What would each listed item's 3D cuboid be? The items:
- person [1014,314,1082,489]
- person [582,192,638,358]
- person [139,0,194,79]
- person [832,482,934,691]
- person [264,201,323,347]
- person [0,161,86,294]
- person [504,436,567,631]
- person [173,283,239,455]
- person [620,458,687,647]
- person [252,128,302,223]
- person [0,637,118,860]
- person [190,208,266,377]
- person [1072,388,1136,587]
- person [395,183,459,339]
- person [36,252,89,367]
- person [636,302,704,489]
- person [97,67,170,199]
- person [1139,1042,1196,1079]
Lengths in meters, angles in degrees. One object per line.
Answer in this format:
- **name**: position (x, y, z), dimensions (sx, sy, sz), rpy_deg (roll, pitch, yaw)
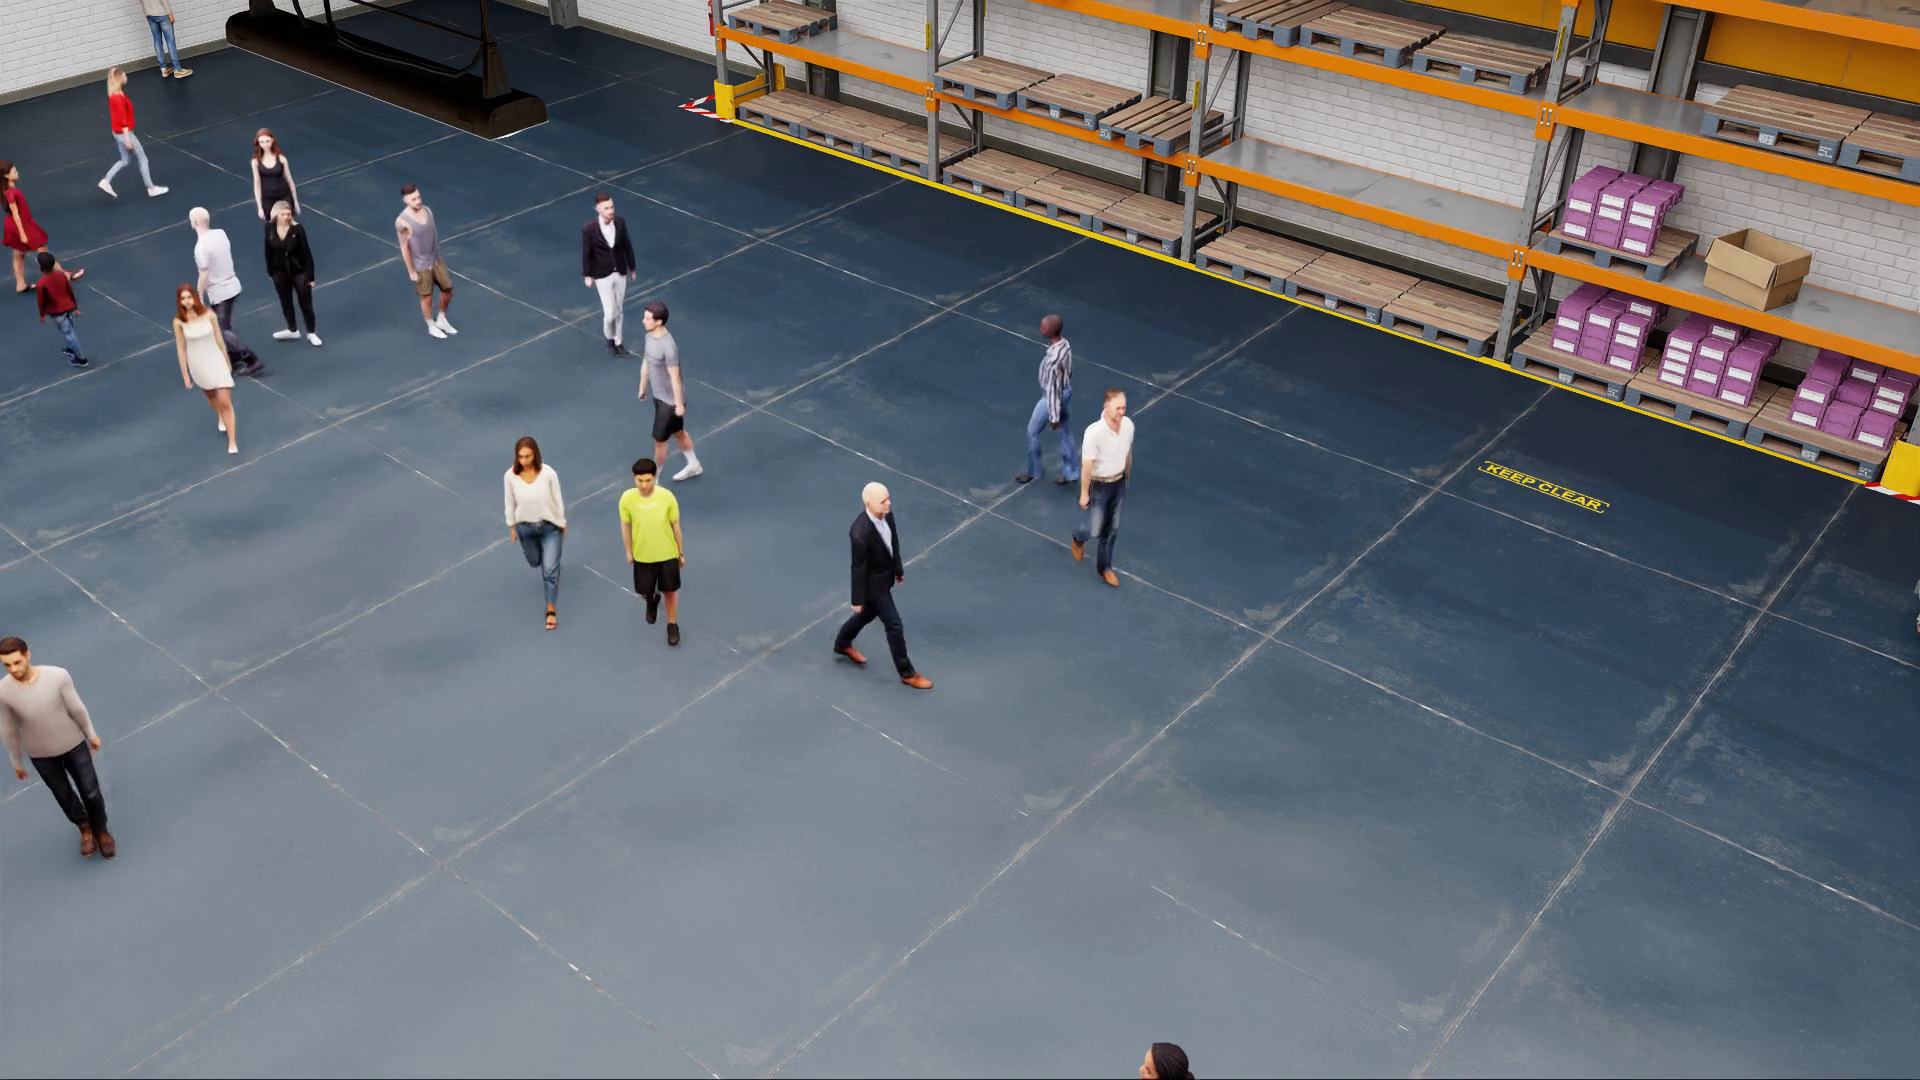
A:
- **person**: position (0.957, -1.214, 15.114), dimensions (0.972, 1.768, 0.866), rpy_deg (10, 35, 15)
- **person**: position (-3.711, -2.806, 17.452), dimensions (0.760, 1.831, 0.707), rpy_deg (-21, 39, -28)
- **person**: position (-12.135, -7.965, 25.148), dimensions (0.650, 1.904, 0.806), rpy_deg (10, 35, 15)
- **person**: position (-0.707, 0.312, 12.822), dimensions (1.236, 1.764, 0.918), rpy_deg (14, 36, 20)
- **person**: position (-7.095, -2.813, 17.626), dimensions (0.871, 1.650, 0.954), rpy_deg (4, 34, 6)
- **person**: position (-10.692, -3.509, 18.788), dimensions (0.779, 1.522, 0.957), rpy_deg (-22, 39, -29)
- **person**: position (-3.427, -0.137, 13.595), dimensions (1.031, 1.656, 1.070), rpy_deg (-1, 34, -2)
- **person**: position (-7.216, -1.695, 15.937), dimensions (0.965, 1.657, 1.228), rpy_deg (-12, 35, -17)
- **person**: position (-2.435, 0.039, 13.294), dimensions (0.841, 1.696, 0.903), rpy_deg (-4, 34, -7)
- **person**: position (-7.918, -3.958, 19.272), dimensions (0.753, 1.736, 0.822), rpy_deg (-15, 36, -21)
- **person**: position (-6.081, 1.342, 11.193), dimensions (0.779, 1.851, 0.780), rpy_deg (-14, 36, -20)
- **person**: position (-7.496, -2.529, 17.055), dimensions (0.997, 1.810, 0.922), rpy_deg (0, 34, 0)
- **person**: position (1.167, -0.504, 13.980), dimensions (0.843, 1.840, 0.959), rpy_deg (-17, 37, -24)
- **person**: position (-5.807, -3.001, 17.870), dimensions (0.673, 1.827, 0.660), rpy_deg (20, 39, 28)
- **person**: position (-9.344, -2.397, 17.372), dimensions (0.745, 1.238, 0.625), rpy_deg (11, 35, 16)
- **person**: position (-2.583, -1.332, 15.221), dimensions (0.949, 1.846, 1.050), rpy_deg (-19, 38, -26)
- **person**: position (-10.648, -5.097, 21.036), dimensions (0.850, 1.679, 1.027), rpy_deg (-21, 39, -28)
- **person**: position (1.009, 3.178, 8.536), dimensions (0.770, 1.736, 0.703), rpy_deg (-4, 34, -6)
